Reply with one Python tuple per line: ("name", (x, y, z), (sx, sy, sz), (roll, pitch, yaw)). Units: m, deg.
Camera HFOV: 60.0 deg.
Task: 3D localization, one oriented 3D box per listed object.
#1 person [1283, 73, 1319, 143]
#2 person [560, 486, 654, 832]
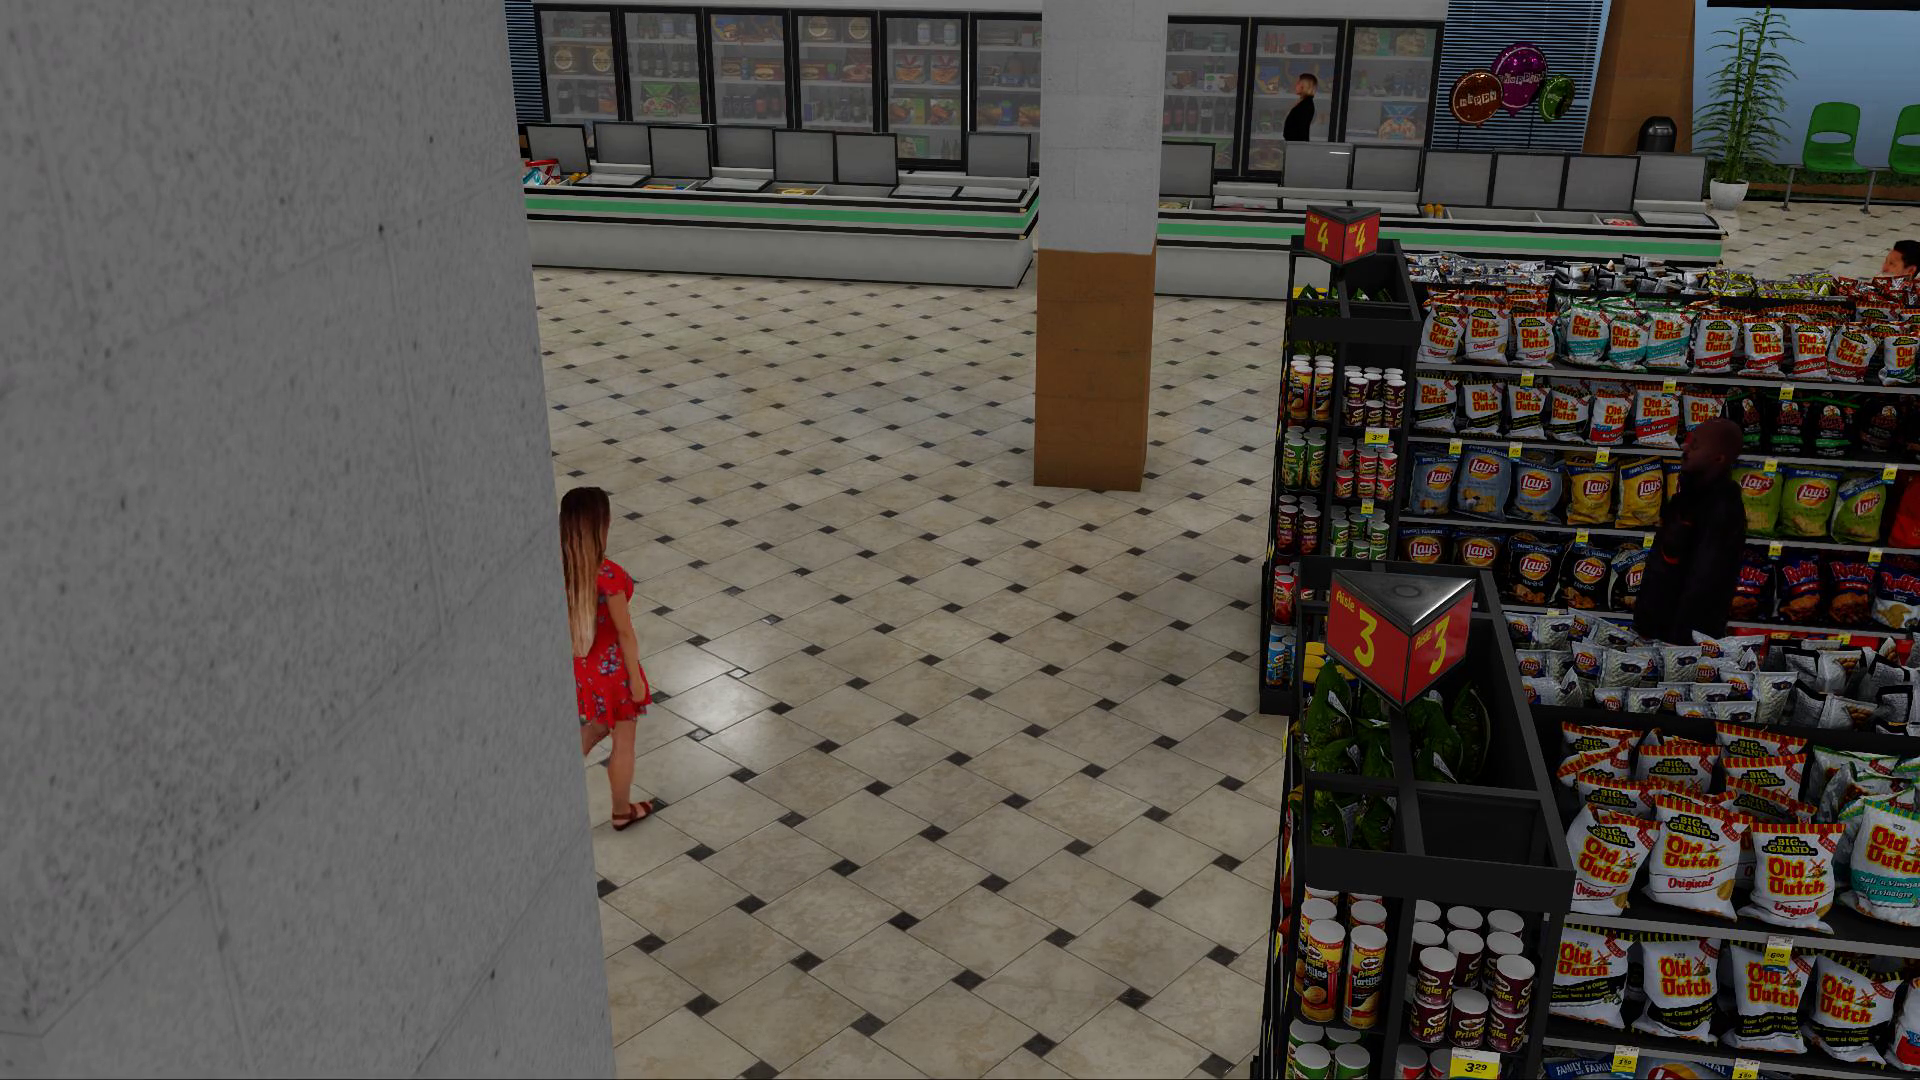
("person", (3.410, -3.818, 16.653), (0.505, 1.671, 0.588), (4, 24, 9))
("person", (-1.523, 0.550, 6.786), (0.833, 1.579, 0.839), (18, 30, 36))
